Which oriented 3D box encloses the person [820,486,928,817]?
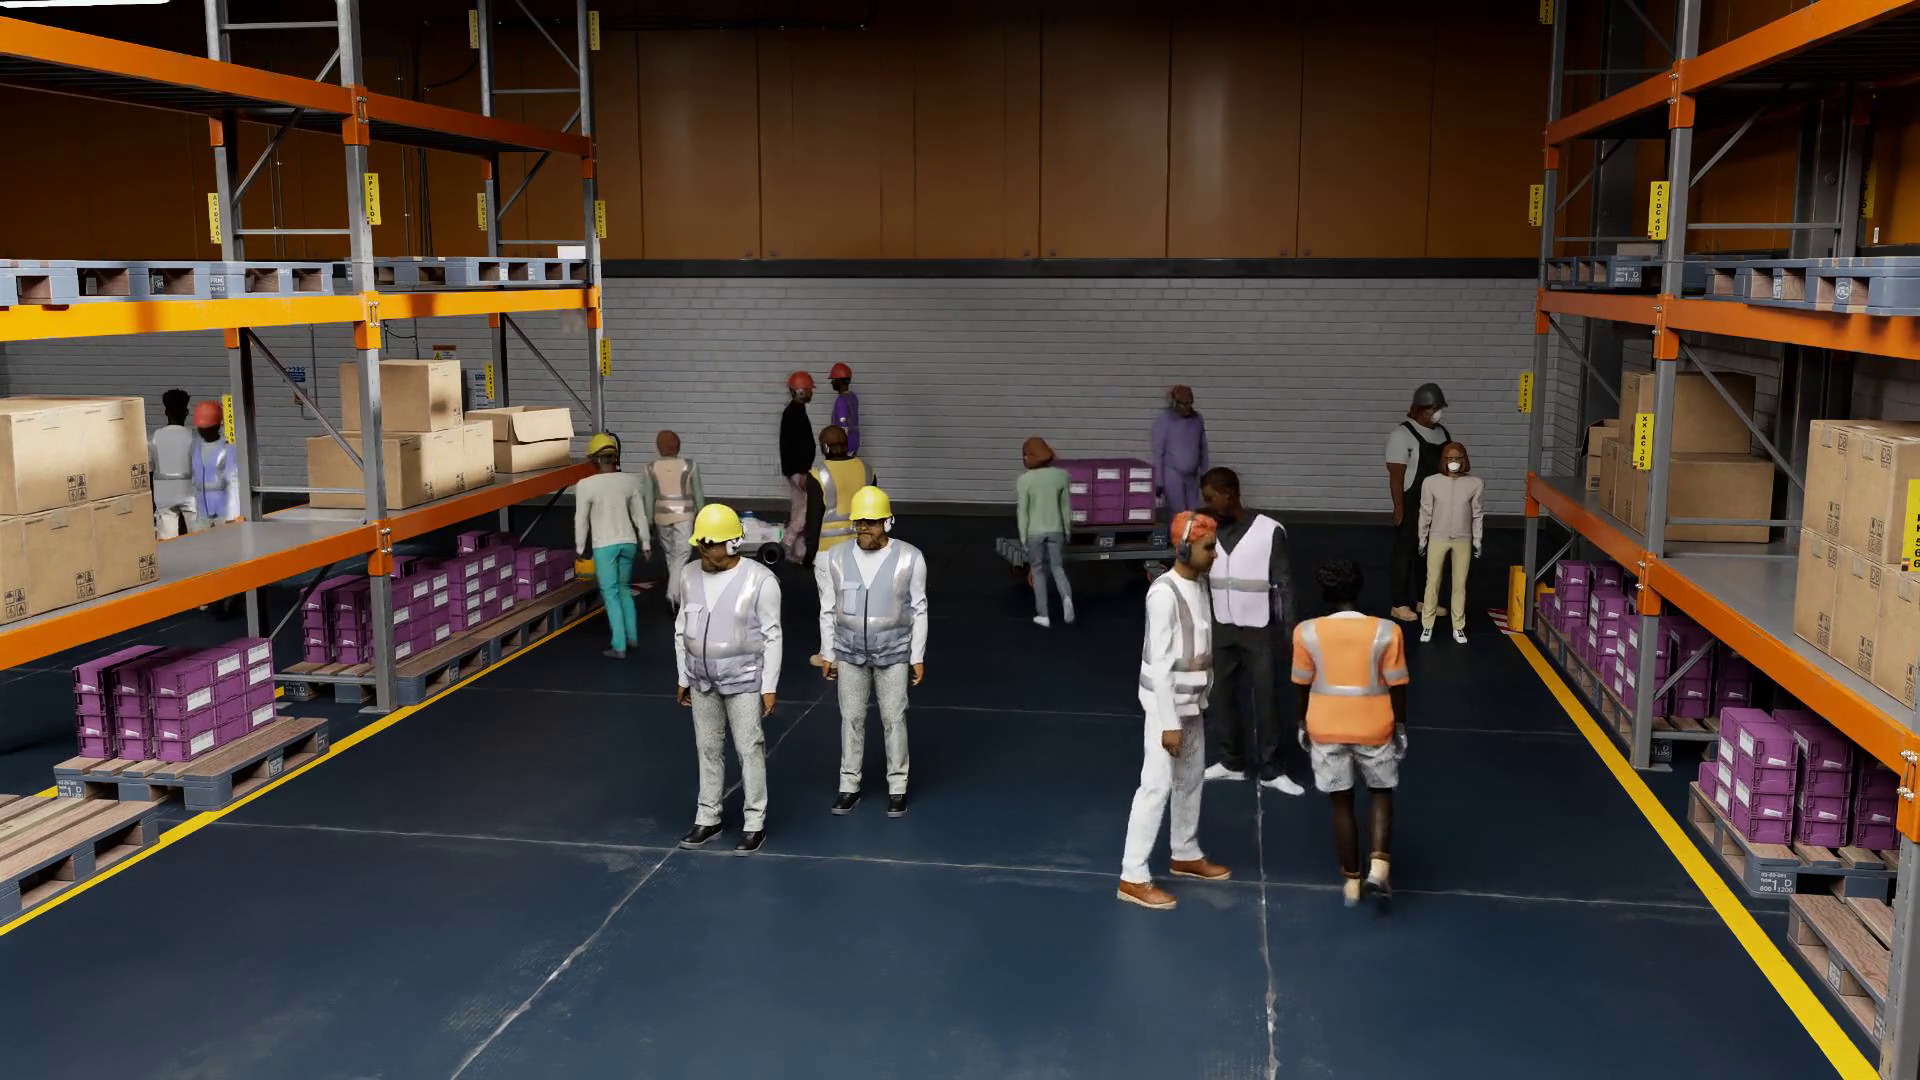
[{"bbox_3d":[-0.480,0.611,9.119,0.600,1.831,0.404,1,9,9],"label":"person"}]

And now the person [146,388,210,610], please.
[{"bbox_3d":[-6.851,-0.351,14.639,0.614,1.963,0.362,-2,9,-12],"label":"person"}]

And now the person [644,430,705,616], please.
[{"bbox_3d":[-2.518,-0.160,14.558,0.518,1.606,0.774,1,9,7],"label":"person"}]

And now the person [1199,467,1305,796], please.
[{"bbox_3d":[1.690,0.522,9.563,0.748,1.876,0.383,7,12,38],"label":"person"}]

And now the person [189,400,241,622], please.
[{"bbox_3d":[-6.334,-0.238,14.142,0.542,1.908,0.410,3,10,19],"label":"person"}]

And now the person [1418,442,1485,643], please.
[{"bbox_3d":[3.941,0.022,13.365,0.507,1.632,0.267,2,9,10],"label":"person"}]

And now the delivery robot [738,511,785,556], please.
[{"bbox_3d":[-2.135,-0.047,16.822,0.707,0.478,0.477,0,9,-3],"label":"delivery robot"}]

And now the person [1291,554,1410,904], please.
[{"bbox_3d":[1.826,0.906,7.823,0.547,1.669,0.384,3,10,15],"label":"person"}]

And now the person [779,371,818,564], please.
[{"bbox_3d":[-1.618,-0.718,16.842,0.440,1.983,0.638,-2,10,-15],"label":"person"}]

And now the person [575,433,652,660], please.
[{"bbox_3d":[-2.689,0.049,12.878,0.534,1.736,0.481,-8,12,-40],"label":"person"}]

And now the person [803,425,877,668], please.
[{"bbox_3d":[-0.930,0.049,12.583,0.621,1.837,0.429,-8,12,-39],"label":"person"}]

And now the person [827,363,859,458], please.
[{"bbox_3d":[-1.351,-1.063,19.122,0.372,1.934,0.551,2,9,11],"label":"person"}]

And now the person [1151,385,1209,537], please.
[{"bbox_3d":[2.172,-0.653,16.827,0.694,1.872,0.695,-6,11,-34],"label":"person"}]

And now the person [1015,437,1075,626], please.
[{"bbox_3d":[0.721,-0.053,13.855,0.528,1.613,0.501,-3,10,-19],"label":"person"}]

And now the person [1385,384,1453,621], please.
[{"bbox_3d":[4.006,-0.330,14.285,0.689,2.000,0.538,-6,11,-33],"label":"person"}]

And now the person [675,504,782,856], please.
[{"bbox_3d":[-1.203,0.712,8.523,0.598,1.822,0.403,4,10,23],"label":"person"}]

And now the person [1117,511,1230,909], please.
[{"bbox_3d":[1.060,0.786,7.961,0.378,1.879,0.608,5,10,26],"label":"person"}]
